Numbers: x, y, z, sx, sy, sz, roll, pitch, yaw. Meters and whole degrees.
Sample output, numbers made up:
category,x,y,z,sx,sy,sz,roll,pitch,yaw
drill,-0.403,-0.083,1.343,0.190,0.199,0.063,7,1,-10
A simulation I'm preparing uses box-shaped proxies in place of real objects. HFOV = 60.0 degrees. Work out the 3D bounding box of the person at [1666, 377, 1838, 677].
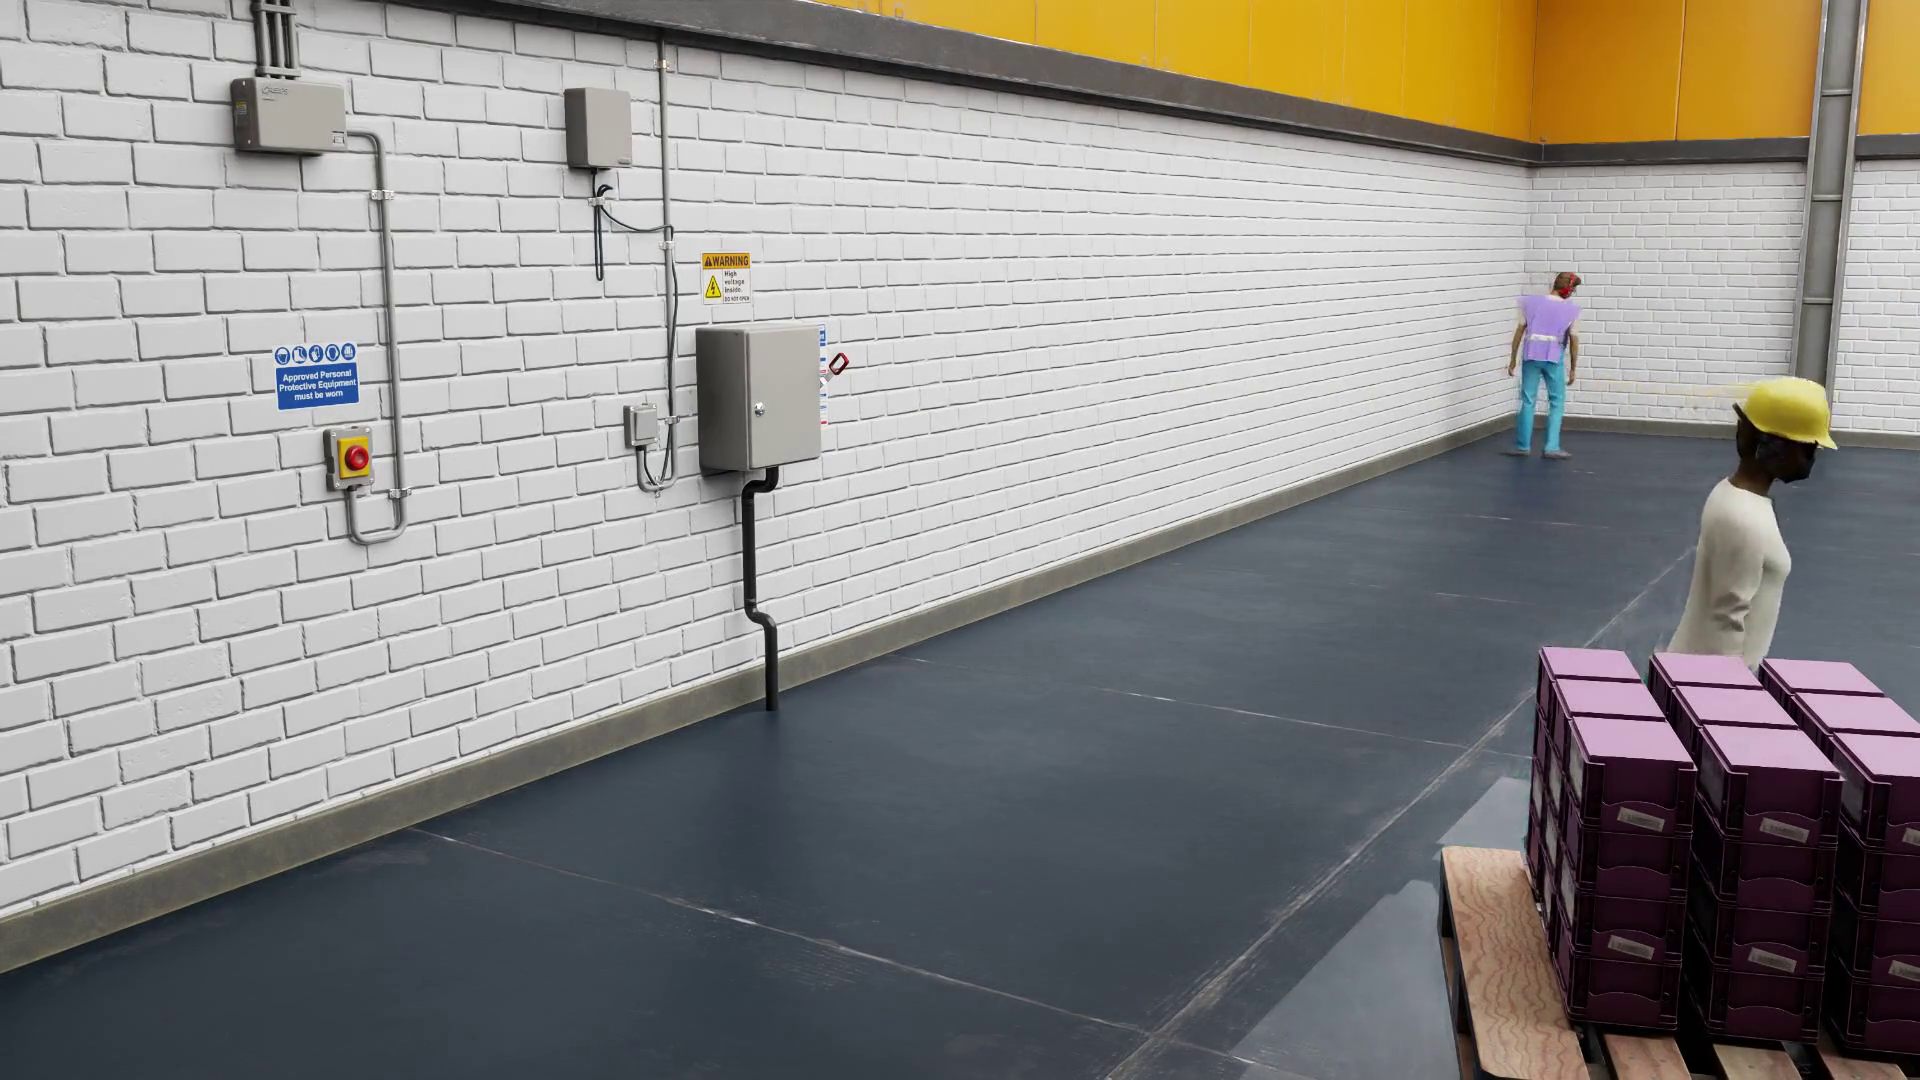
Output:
category,x,y,z,sx,sy,sz,roll,pitch,yaw
person,2.096,0.385,4.797,0.684,1.730,0.544,4,11,21

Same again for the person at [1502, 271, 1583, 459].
category,x,y,z,sx,sy,sz,roll,pitch,yaw
person,5.612,-1.684,16.072,0.696,1.806,0.393,5,11,26
